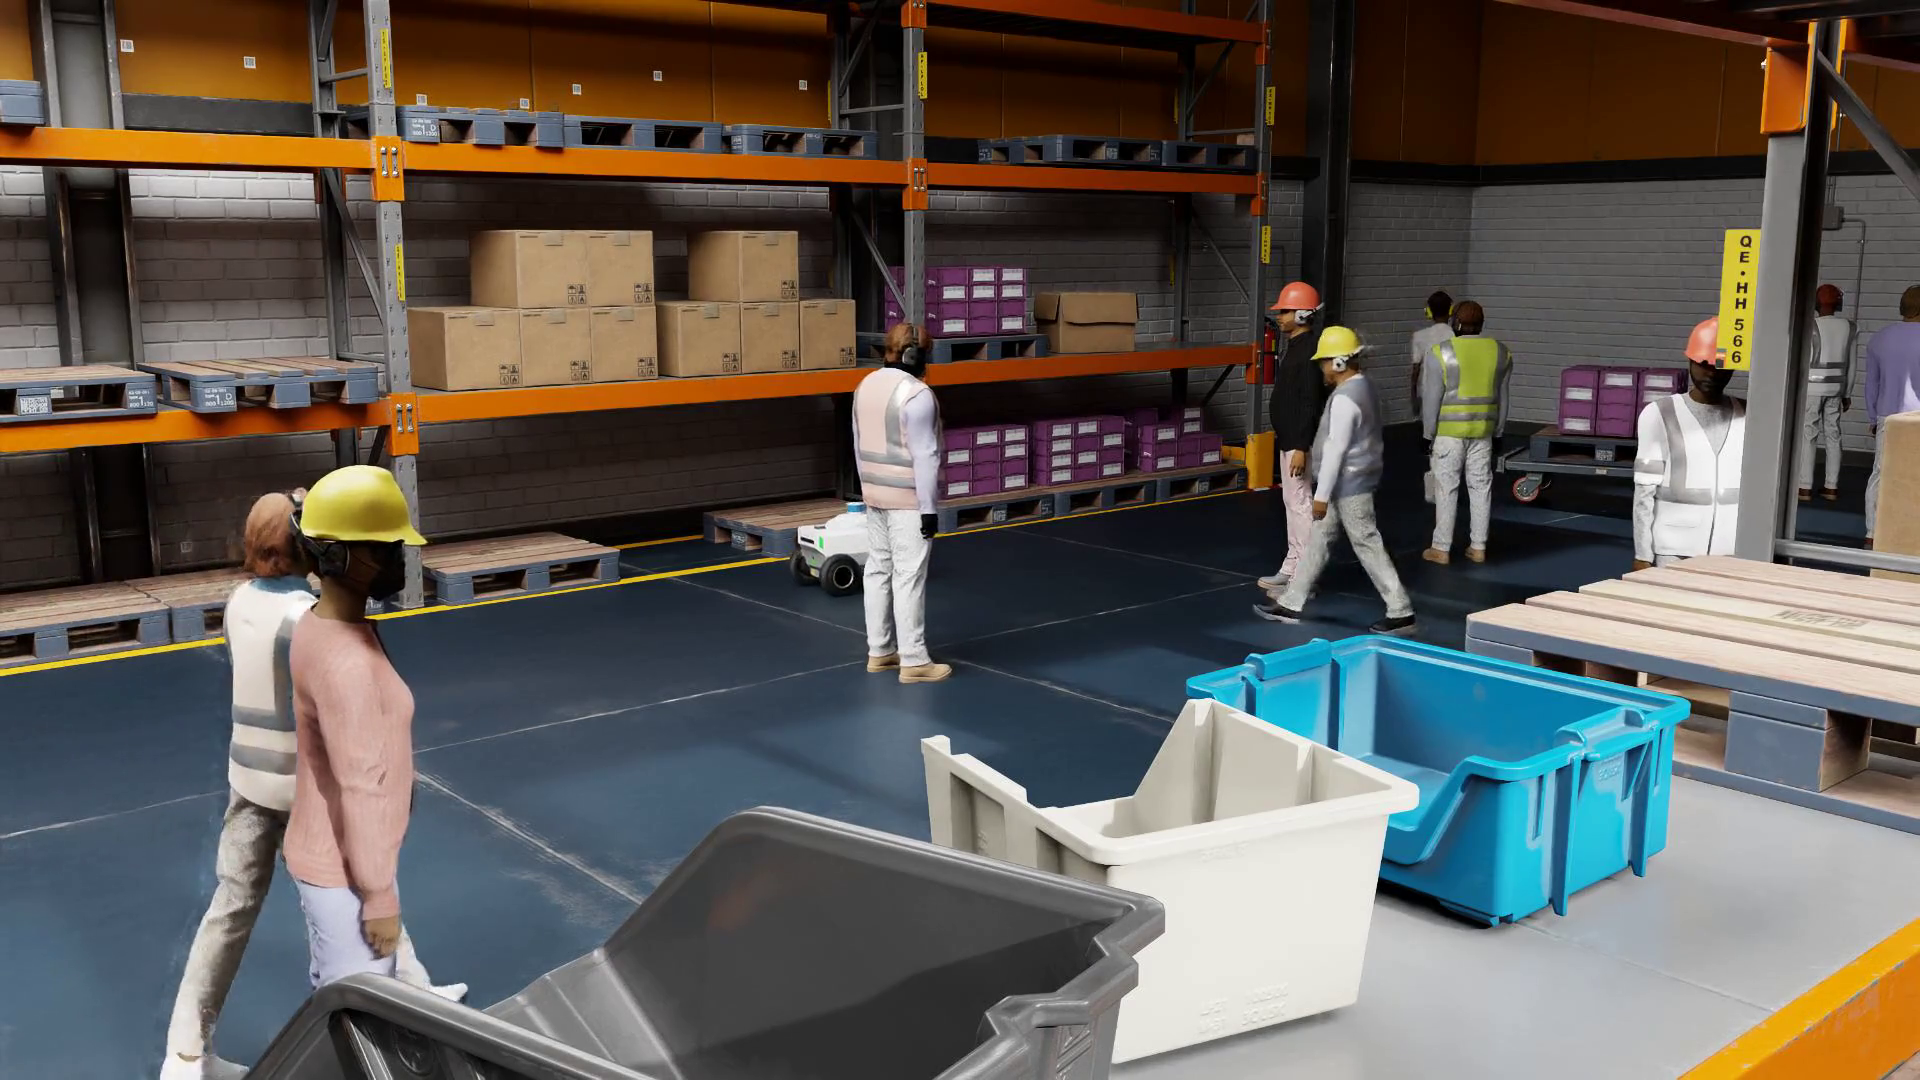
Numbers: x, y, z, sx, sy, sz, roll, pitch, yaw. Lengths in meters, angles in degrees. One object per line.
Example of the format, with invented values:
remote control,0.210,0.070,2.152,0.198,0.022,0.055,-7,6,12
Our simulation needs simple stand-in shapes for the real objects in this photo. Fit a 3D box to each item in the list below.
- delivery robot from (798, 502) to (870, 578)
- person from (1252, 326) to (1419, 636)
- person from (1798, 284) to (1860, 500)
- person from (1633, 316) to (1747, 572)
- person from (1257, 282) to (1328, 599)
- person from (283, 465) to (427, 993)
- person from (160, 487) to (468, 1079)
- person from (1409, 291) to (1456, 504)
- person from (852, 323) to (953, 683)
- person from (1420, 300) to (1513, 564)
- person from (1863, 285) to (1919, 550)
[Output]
delivery robot,-0.683,-0.002,10.799,0.707,0.478,0.477,-7,12,-33
person,2.208,-0.332,9.515,0.972,1.771,0.598,4,11,20
person,7.517,-1.285,14.524,0.585,1.883,0.337,-1,10,-6
person,3.127,0.023,7.059,0.547,1.934,0.376,-1,10,-5
person,2.121,-0.622,10.500,0.377,1.995,0.608,0,10,2
person,-1.312,0.714,3.671,0.329,1.765,0.526,-5,11,-26
person,-1.802,0.656,4.481,0.526,1.594,0.888,7,13,36
person,4.070,-1.188,14.149,0.538,1.835,0.742,7,12,32
person,-0.294,-0.192,8.550,0.430,1.836,0.624,-7,12,-35
person,3.516,-0.750,11.650,0.634,1.841,0.429,-2,10,-10
person,6.825,-0.859,11.990,0.372,1.940,0.631,-5,11,-27
